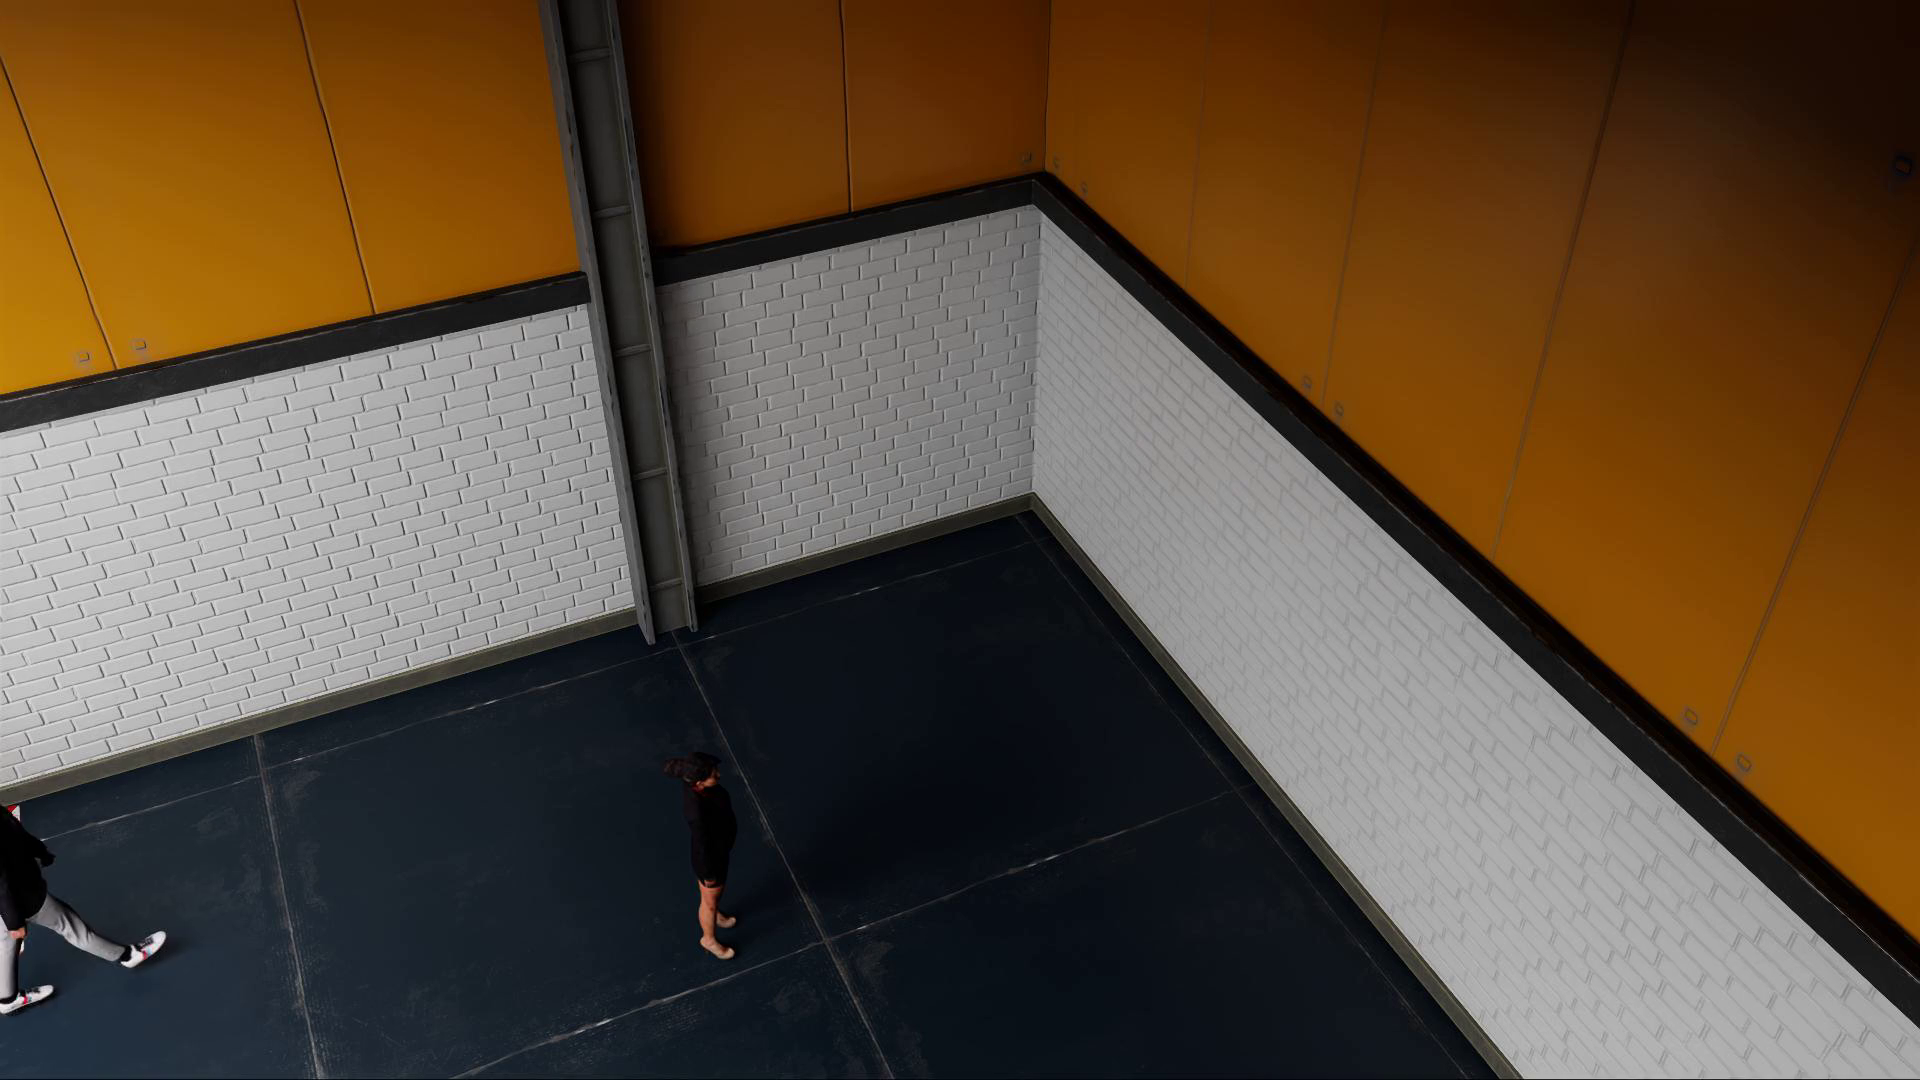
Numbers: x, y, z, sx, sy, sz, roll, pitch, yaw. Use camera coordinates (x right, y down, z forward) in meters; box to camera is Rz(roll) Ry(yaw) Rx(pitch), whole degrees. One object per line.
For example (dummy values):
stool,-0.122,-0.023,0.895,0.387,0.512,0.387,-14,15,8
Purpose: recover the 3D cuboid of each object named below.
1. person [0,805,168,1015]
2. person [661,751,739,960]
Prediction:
person,-5.462,2.012,9.425,1.243,1.898,0.847,-22,44,-25
person,-1.484,1.850,9.837,0.678,1.637,0.628,-6,39,-7
